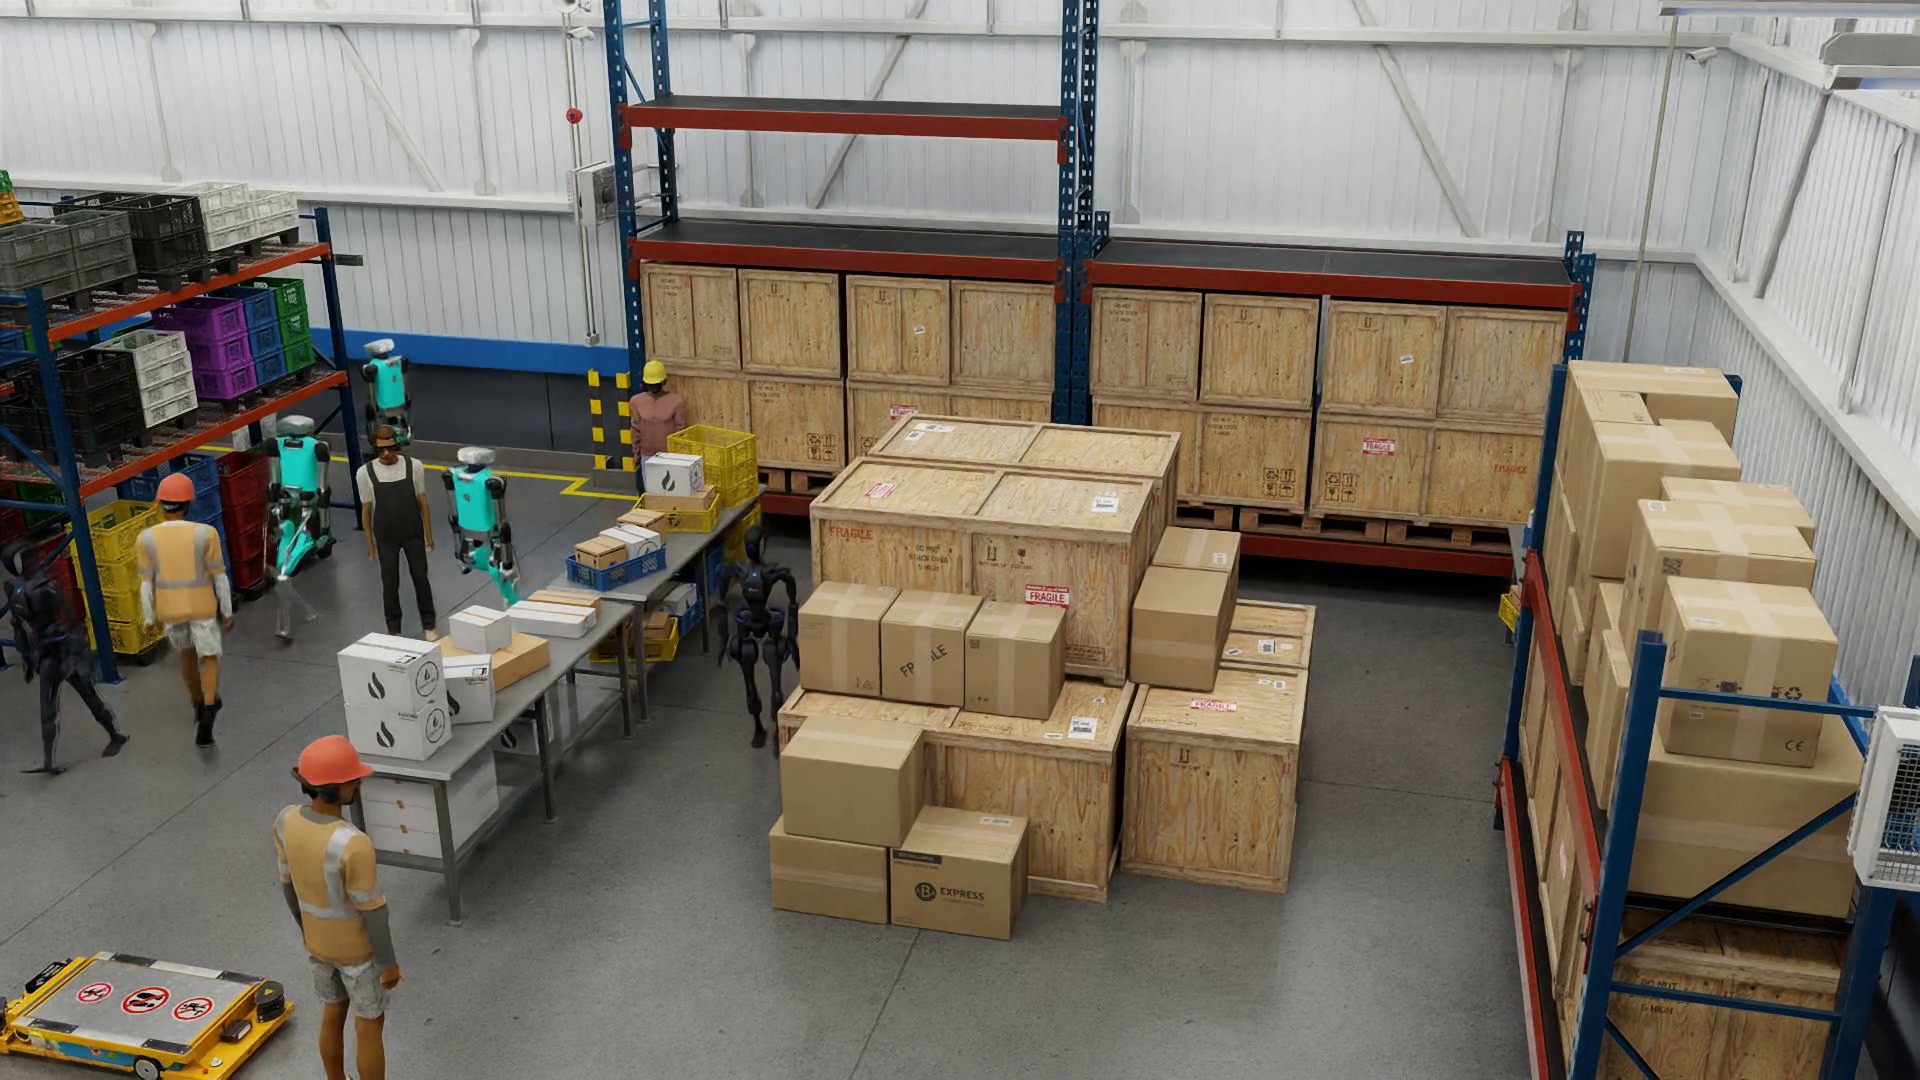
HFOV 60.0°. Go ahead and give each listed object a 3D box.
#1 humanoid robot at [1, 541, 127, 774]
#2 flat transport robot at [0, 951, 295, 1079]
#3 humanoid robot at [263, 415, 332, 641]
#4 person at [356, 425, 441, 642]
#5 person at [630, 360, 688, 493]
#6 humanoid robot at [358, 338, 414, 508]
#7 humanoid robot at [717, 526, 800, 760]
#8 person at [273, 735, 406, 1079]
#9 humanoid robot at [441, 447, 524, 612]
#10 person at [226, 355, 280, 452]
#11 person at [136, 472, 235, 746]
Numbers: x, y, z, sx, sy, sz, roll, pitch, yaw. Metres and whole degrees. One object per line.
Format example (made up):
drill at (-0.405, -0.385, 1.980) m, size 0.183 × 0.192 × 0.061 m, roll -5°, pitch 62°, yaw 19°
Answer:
humanoid robot at (-6.024, 0.778, 11.093) m, size 0.637 × 1.620 × 0.765 m, roll 8°, pitch 22°, yaw 19°
flat transport robot at (-4.270, 2.464, 8.601) m, size 1.431 × 0.231 × 0.659 m, roll 5°, pitch 22°, yaw 13°
humanoid robot at (-5.340, -0.025, 13.109) m, size 0.555 × 1.758 × 1.004 m, roll 3°, pitch 21°, yaw 9°
person at (-4.364, -0.025, 12.927) m, size 0.505 × 1.836 × 0.331 m, roll -10°, pitch 23°, yaw -23°
person at (-2.693, -0.764, 14.962) m, size 0.521 × 1.760 × 0.332 m, roll 1°, pitch 21°, yaw 3°
humanoid robot at (-5.581, -1.017, 15.767) m, size 0.822 × 1.858 × 0.539 m, roll 10°, pitch 23°, yaw 24°
humanoid robot at (-1.367, 0.677, 11.301) m, size 0.590 × 1.641 × 0.446 m, roll 1°, pitch 21°, yaw 2°
person at (-2.840, 1.843, 7.746) m, size 0.613 × 2.039 × 0.384 m, roll 12°, pitch 24°, yaw 29°
humanoid robot at (-3.537, 0.099, 12.773) m, size 0.555 × 1.806 × 0.814 m, roll 9°, pitch 23°, yaw 22°
person at (-7.073, -1.429, 16.604) m, size 0.430 × 1.833 × 0.619 m, roll 20°, pitch 28°, yaw 41°
person at (-5.346, 0.492, 11.485) m, size 0.582 × 1.898 × 0.817 m, roll -3°, pitch 21°, yaw -9°
